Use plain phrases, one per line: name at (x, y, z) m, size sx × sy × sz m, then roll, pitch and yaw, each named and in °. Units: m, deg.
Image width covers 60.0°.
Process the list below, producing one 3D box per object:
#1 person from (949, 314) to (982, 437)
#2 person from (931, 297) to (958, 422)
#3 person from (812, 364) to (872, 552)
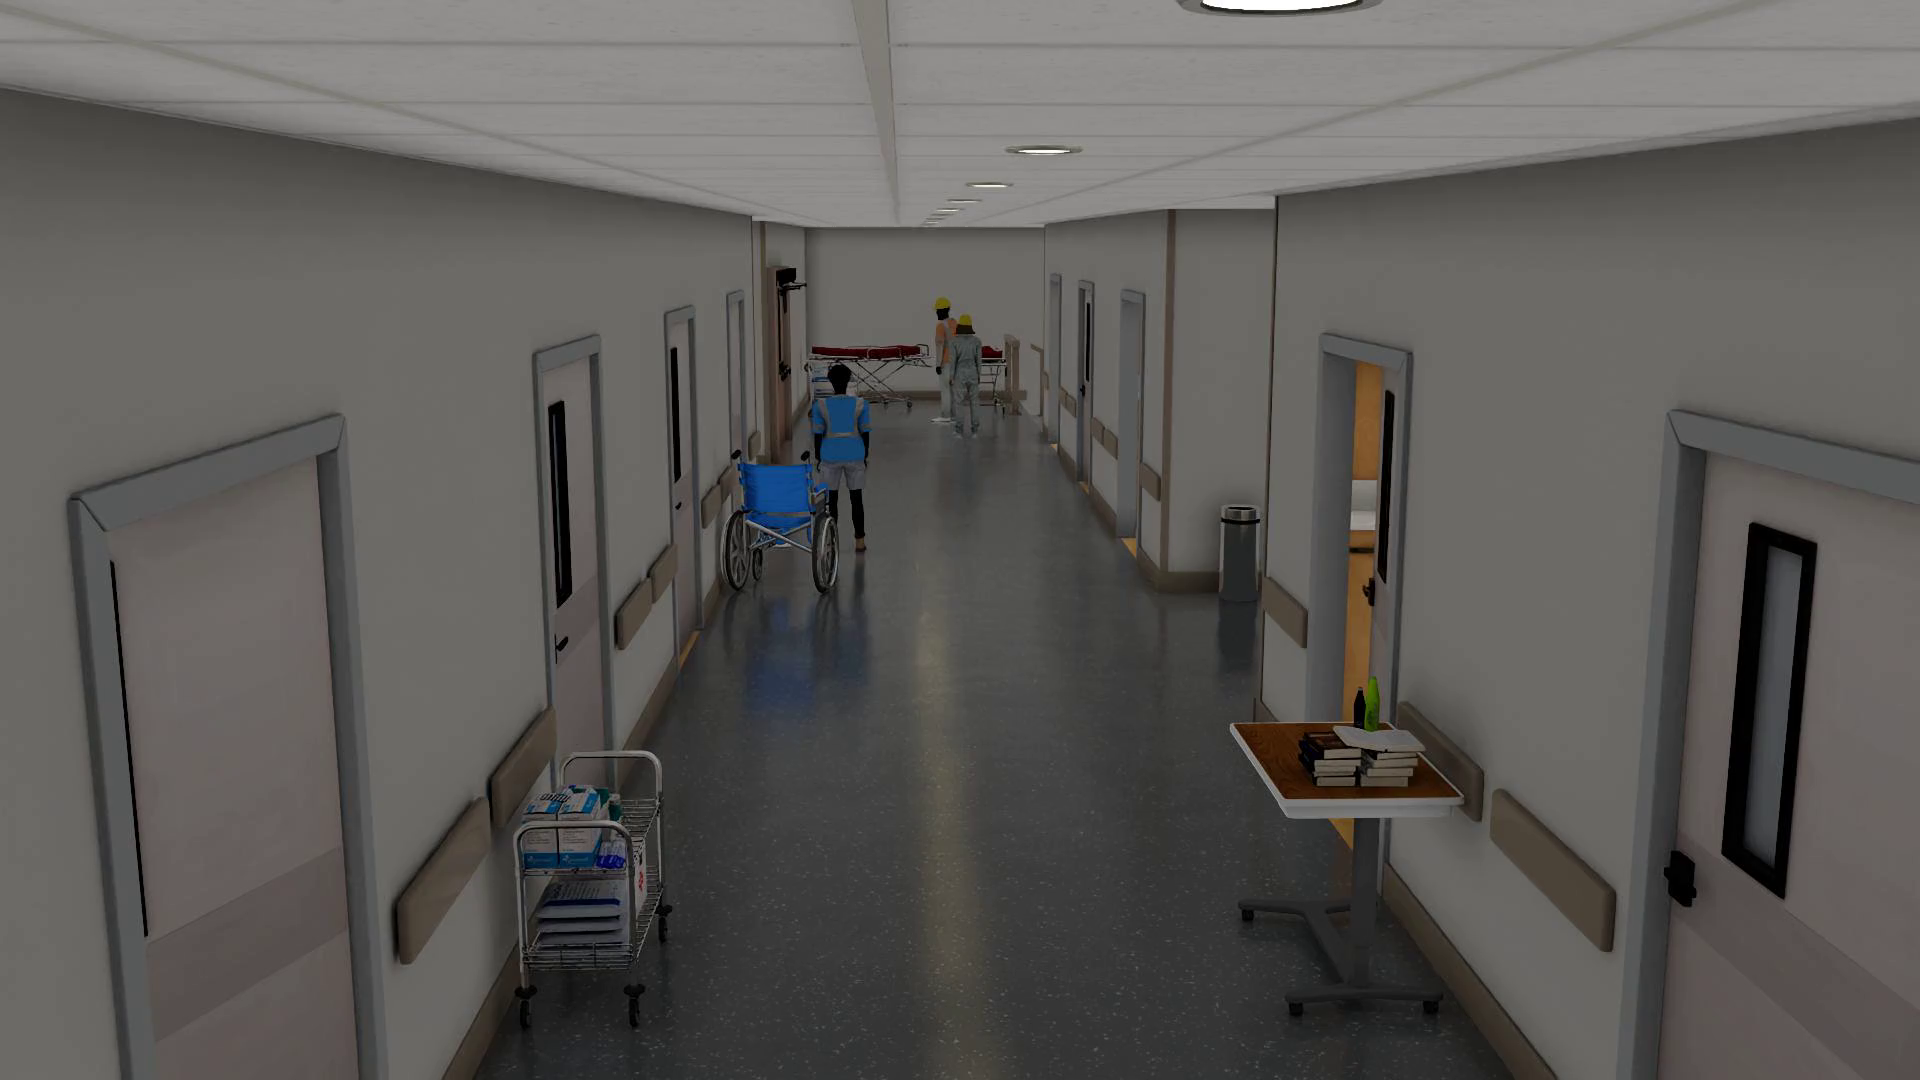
person at (0.071, -2.341, 23.732) m, size 0.487 × 1.744 × 0.297 m, roll -3°, pitch 11°, yaw -17°
person at (-0.230, -2.774, 25.660) m, size 0.393 × 1.918 × 0.585 m, roll 5°, pitch 11°, yaw 27°
person at (-1.054, -0.721, 14.849) m, size 0.532 × 1.693 × 0.319 m, roll -2°, pitch 10°, yaw -9°
